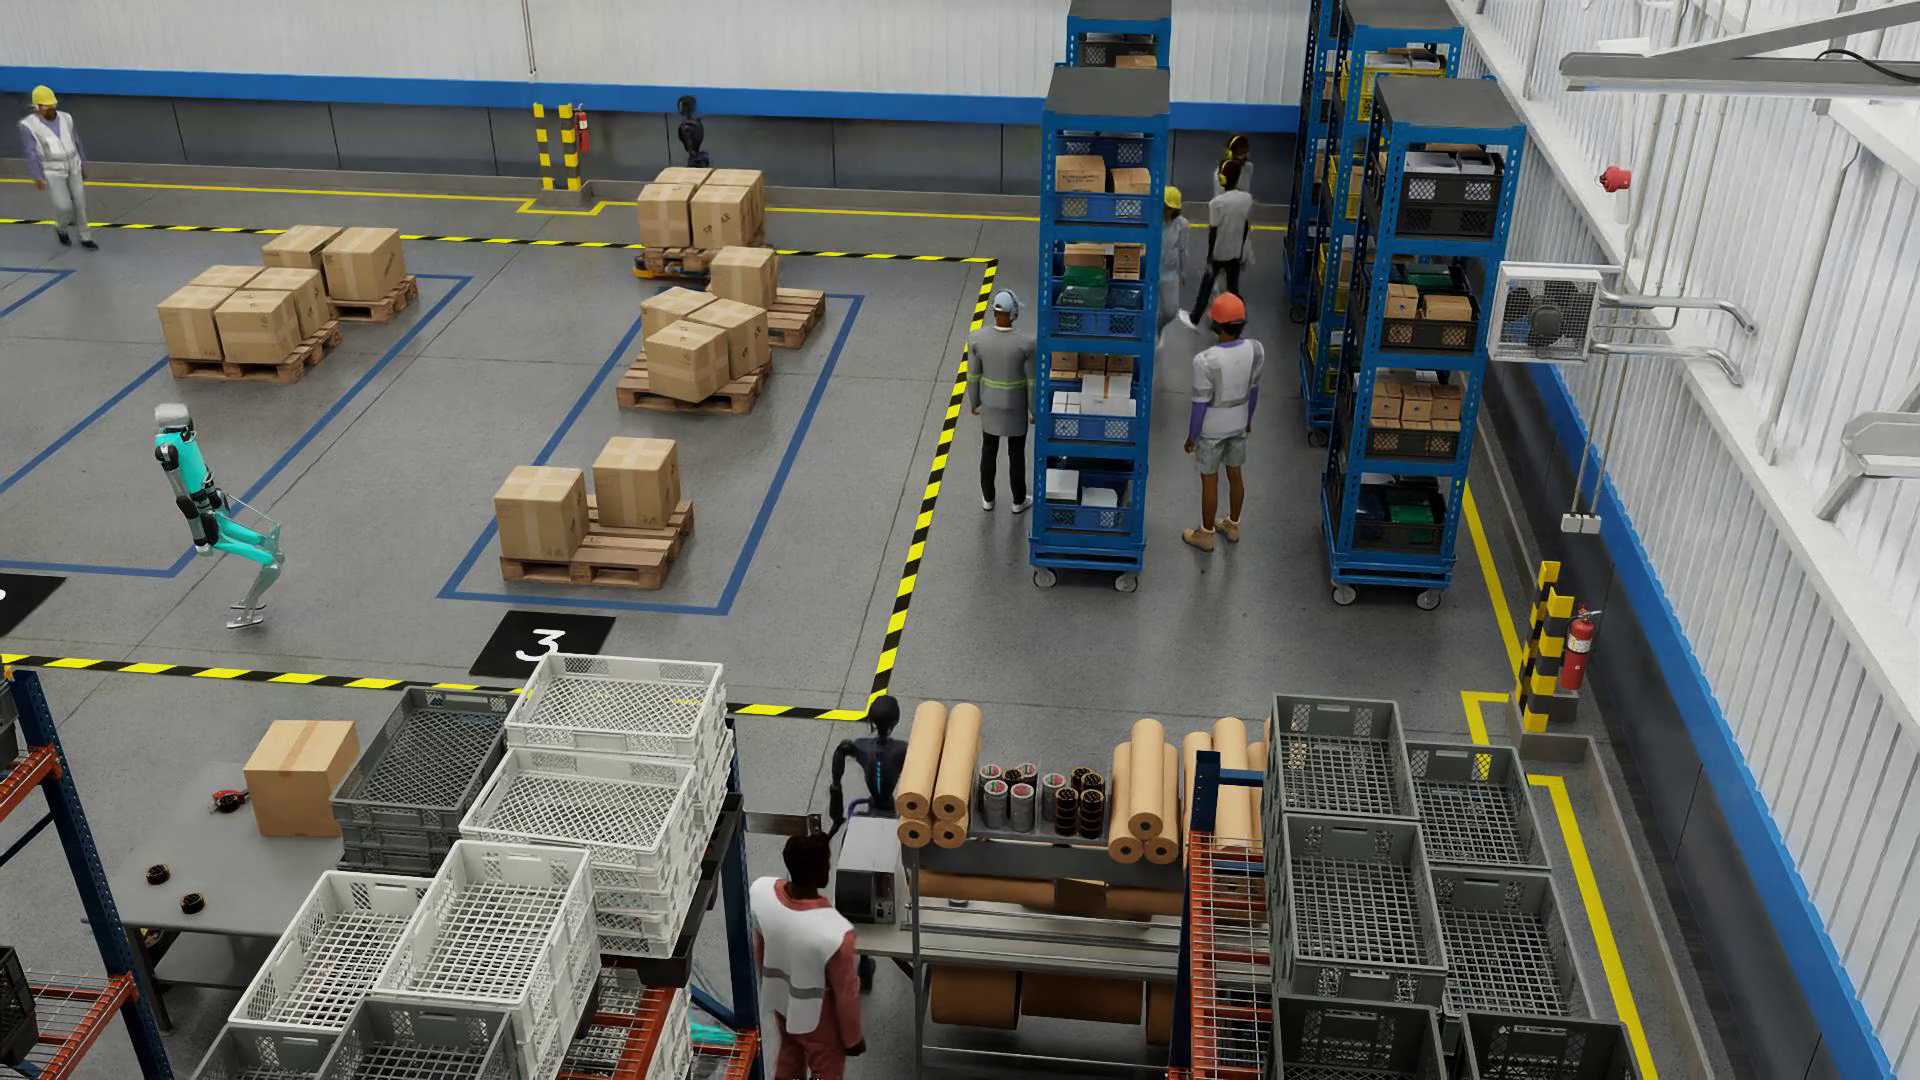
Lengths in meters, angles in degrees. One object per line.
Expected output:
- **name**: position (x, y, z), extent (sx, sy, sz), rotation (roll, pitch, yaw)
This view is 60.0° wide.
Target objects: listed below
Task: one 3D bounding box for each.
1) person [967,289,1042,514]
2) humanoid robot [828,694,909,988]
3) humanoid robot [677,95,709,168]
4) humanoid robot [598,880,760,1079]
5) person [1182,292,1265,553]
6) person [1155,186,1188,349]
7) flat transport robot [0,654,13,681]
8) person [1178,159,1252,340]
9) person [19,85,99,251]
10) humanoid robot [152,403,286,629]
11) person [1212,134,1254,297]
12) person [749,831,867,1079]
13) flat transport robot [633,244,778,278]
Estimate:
- **person**: position (0.353, -1.075, 12.950), extent (0.587, 1.847, 0.396), rotation (8, 31, 14)
- **humanoid robot**: position (-0.422, 1.510, 8.734), extent (0.601, 1.634, 0.807), rotation (3, 30, 5)
- **humanoid robot**: position (-2.982, -4.058, 18.285), extent (0.773, 1.624, 0.615), rotation (-1, 30, -2)
- **humanoid robot**: position (-1.225, 2.097, 7.622), extent (0.795, 1.786, 0.531), rotation (-8, 31, -14)
- **person**: position (1.933, -0.868, 12.403), extent (0.606, 2.044, 0.388), rotation (-15, 33, -24)
- **person**: position (1.840, -2.466, 15.451), extent (0.565, 1.723, 0.420), rotation (-3, 30, -6)
- **flat transport robot**: position (-7.142, 0.969, 11.010), extent (1.431, 0.231, 0.659), rotation (3, 30, 6)
- **person**: position (2.473, -2.739, 15.827), extent (0.557, 1.819, 0.951), rotation (-13, 33, -22)
- **person**: position (-9.724, -4.010, 18.011), extent (0.428, 1.821, 0.613), rotation (18, 35, 27)
- **humanoid robot**: position (-4.974, -0.176, 11.385), extent (0.735, 1.674, 0.533), rotation (-5, 31, -8)
- **person**: position (2.705, -3.093, 16.406), extent (0.526, 1.851, 0.443), rotation (-20, 36, -31)
- **person**: position (-0.665, 2.081, 7.473), extent (0.595, 1.909, 0.439), rotation (25, 38, 36)
- **flat transport robot**: position (-2.720, -2.995, 17.790), extent (1.431, 0.197, 0.652), rotation (3, 30, 6)
